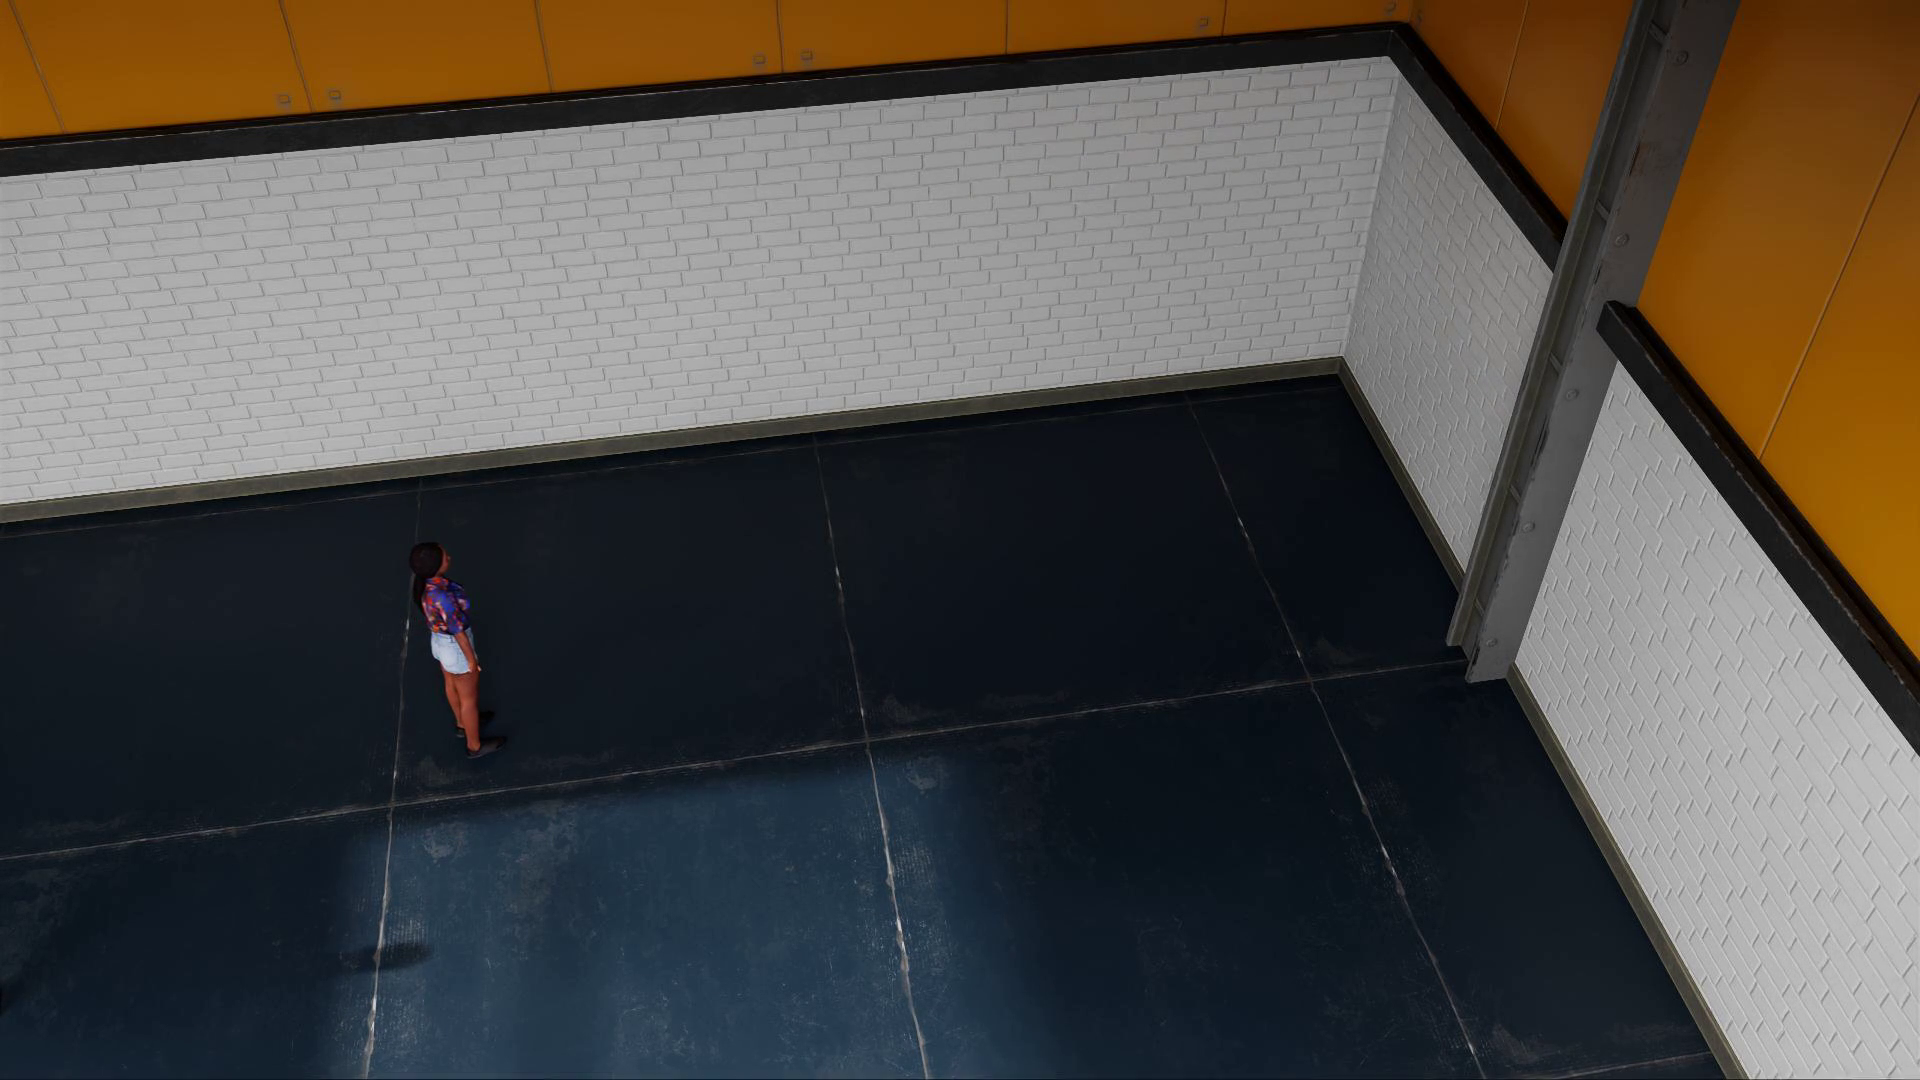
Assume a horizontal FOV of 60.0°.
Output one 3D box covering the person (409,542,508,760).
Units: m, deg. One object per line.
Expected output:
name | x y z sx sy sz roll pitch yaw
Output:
person | -3.116 0.660 10.194 0.724 1.742 0.617 -29 51 -27
